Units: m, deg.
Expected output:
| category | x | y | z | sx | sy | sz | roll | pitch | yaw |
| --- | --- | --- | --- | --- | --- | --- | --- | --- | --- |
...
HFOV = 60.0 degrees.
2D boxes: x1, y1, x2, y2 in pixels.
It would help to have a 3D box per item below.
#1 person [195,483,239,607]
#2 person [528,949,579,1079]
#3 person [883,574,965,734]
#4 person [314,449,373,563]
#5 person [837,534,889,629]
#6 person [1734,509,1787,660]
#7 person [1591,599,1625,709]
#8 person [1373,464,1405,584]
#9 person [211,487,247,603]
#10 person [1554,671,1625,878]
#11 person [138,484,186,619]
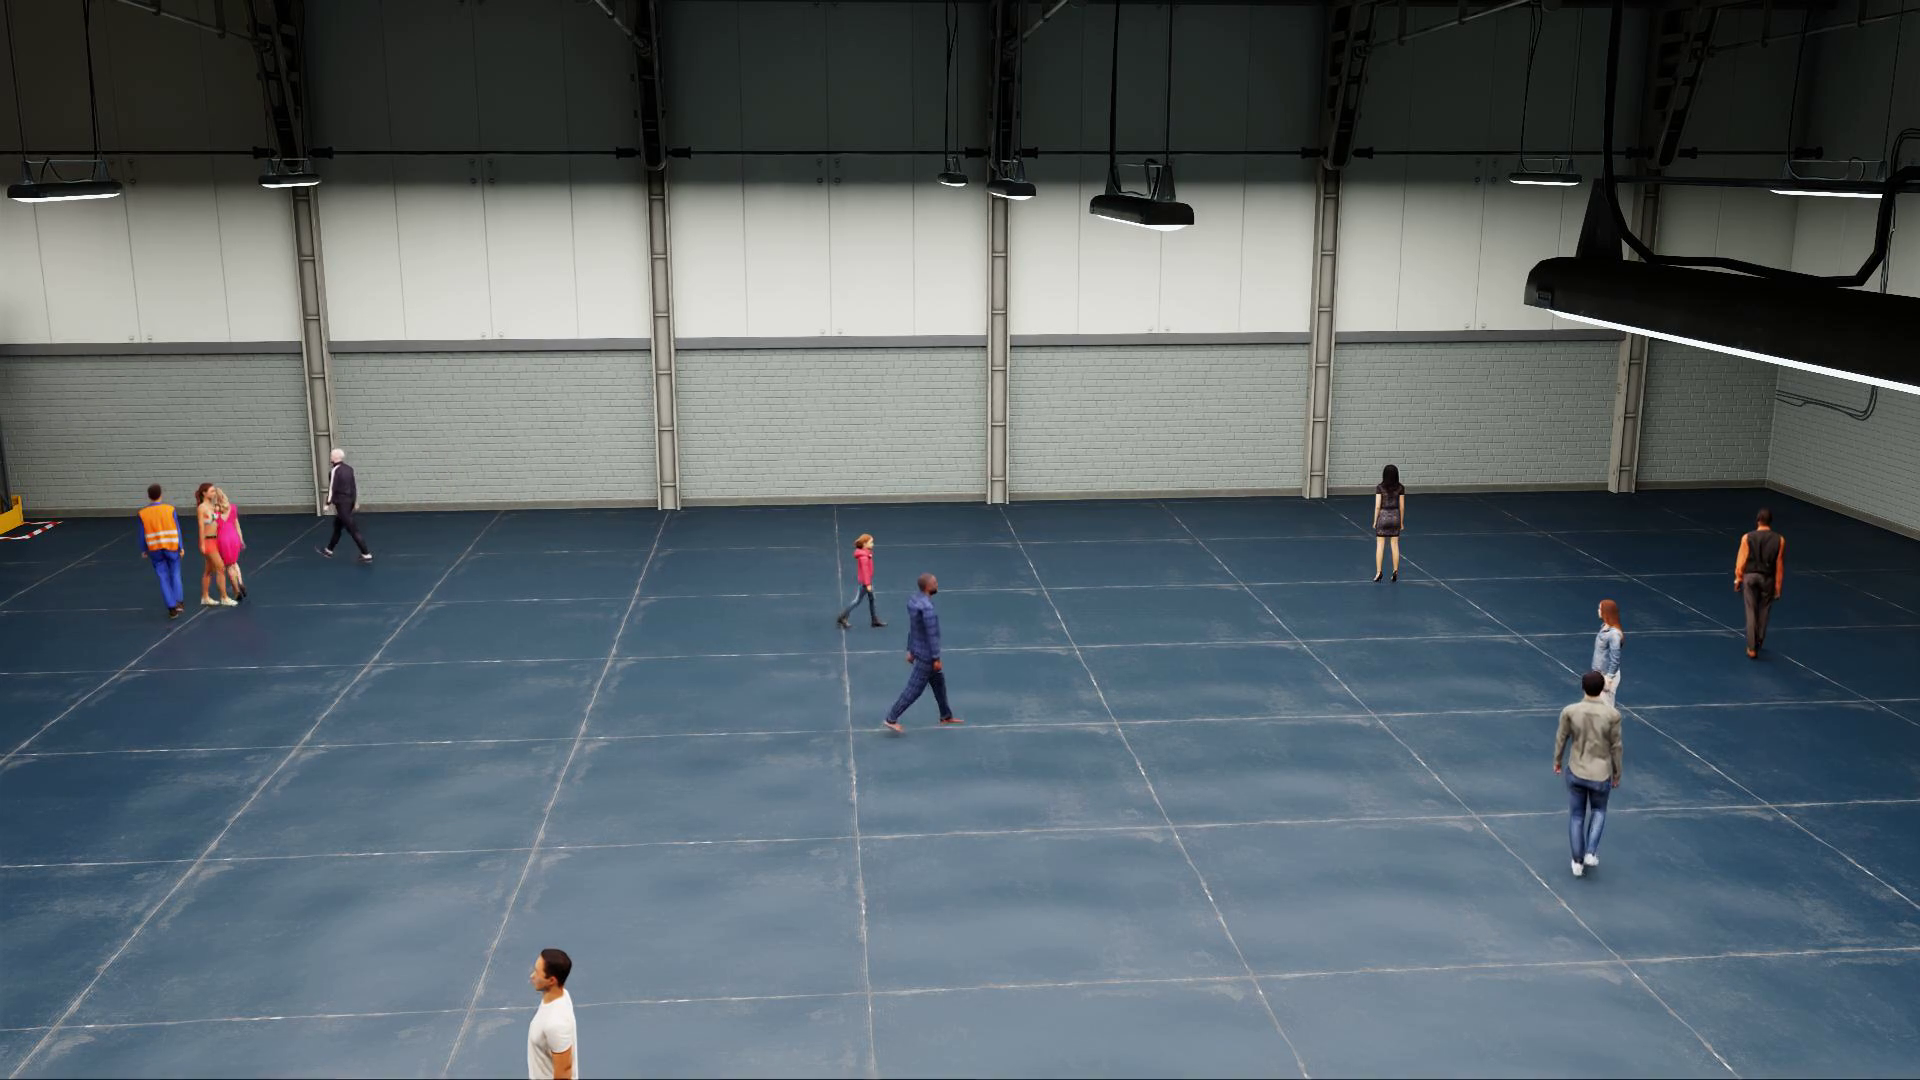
| category | x | y | z | sx | sy | sz | roll | pitch | yaw |
| --- | --- | --- | --- | --- | --- | --- | --- | --- | --- |
| person | -10.681 | 0.073 | 23.510 | 0.837 | 1.772 | 0.660 | 0 | 13 | 1 |
| person | -2.362 | 3.236 | 9.780 | 0.628 | 1.805 | 0.690 | -5 | 14 | -20 |
| person | -0.473 | 1.279 | 18.296 | 1.253 | 1.775 | 0.870 | -4 | 14 | -17 |
| person | -9.483 | -0.476 | 25.888 | 1.276 | 1.769 | 0.816 | 1 | 13 | 5 |
| person | -1.355 | 0.579 | 22.392 | 0.961 | 1.290 | 0.658 | 2 | 13 | 9 |
| person | 10.150 | 0.576 | 21.089 | 1.010 | 1.885 | 1.003 | 5 | 14 | 20 |
| person | 6.893 | 1.455 | 17.701 | 0.560 | 1.700 | 0.649 | 1 | 13 | 4 |
| person | 6.400 | -0.253 | 24.874 | 0.446 | 1.791 | 0.676 | 0 | 13 | 0 |
| person | -10.374 | 0.087 | 23.620 | 0.822 | 1.695 | 0.764 | 12 | 18 | 42 |
| person | 5.524 | 2.086 | 14.636 | 0.773 | 1.854 | 0.900 | 6 | 14 | 23 |
| person | -10.980 | 0.181 | 22.913 | 0.939 | 1.830 | 0.952 | -6 | 14 | -25 |
